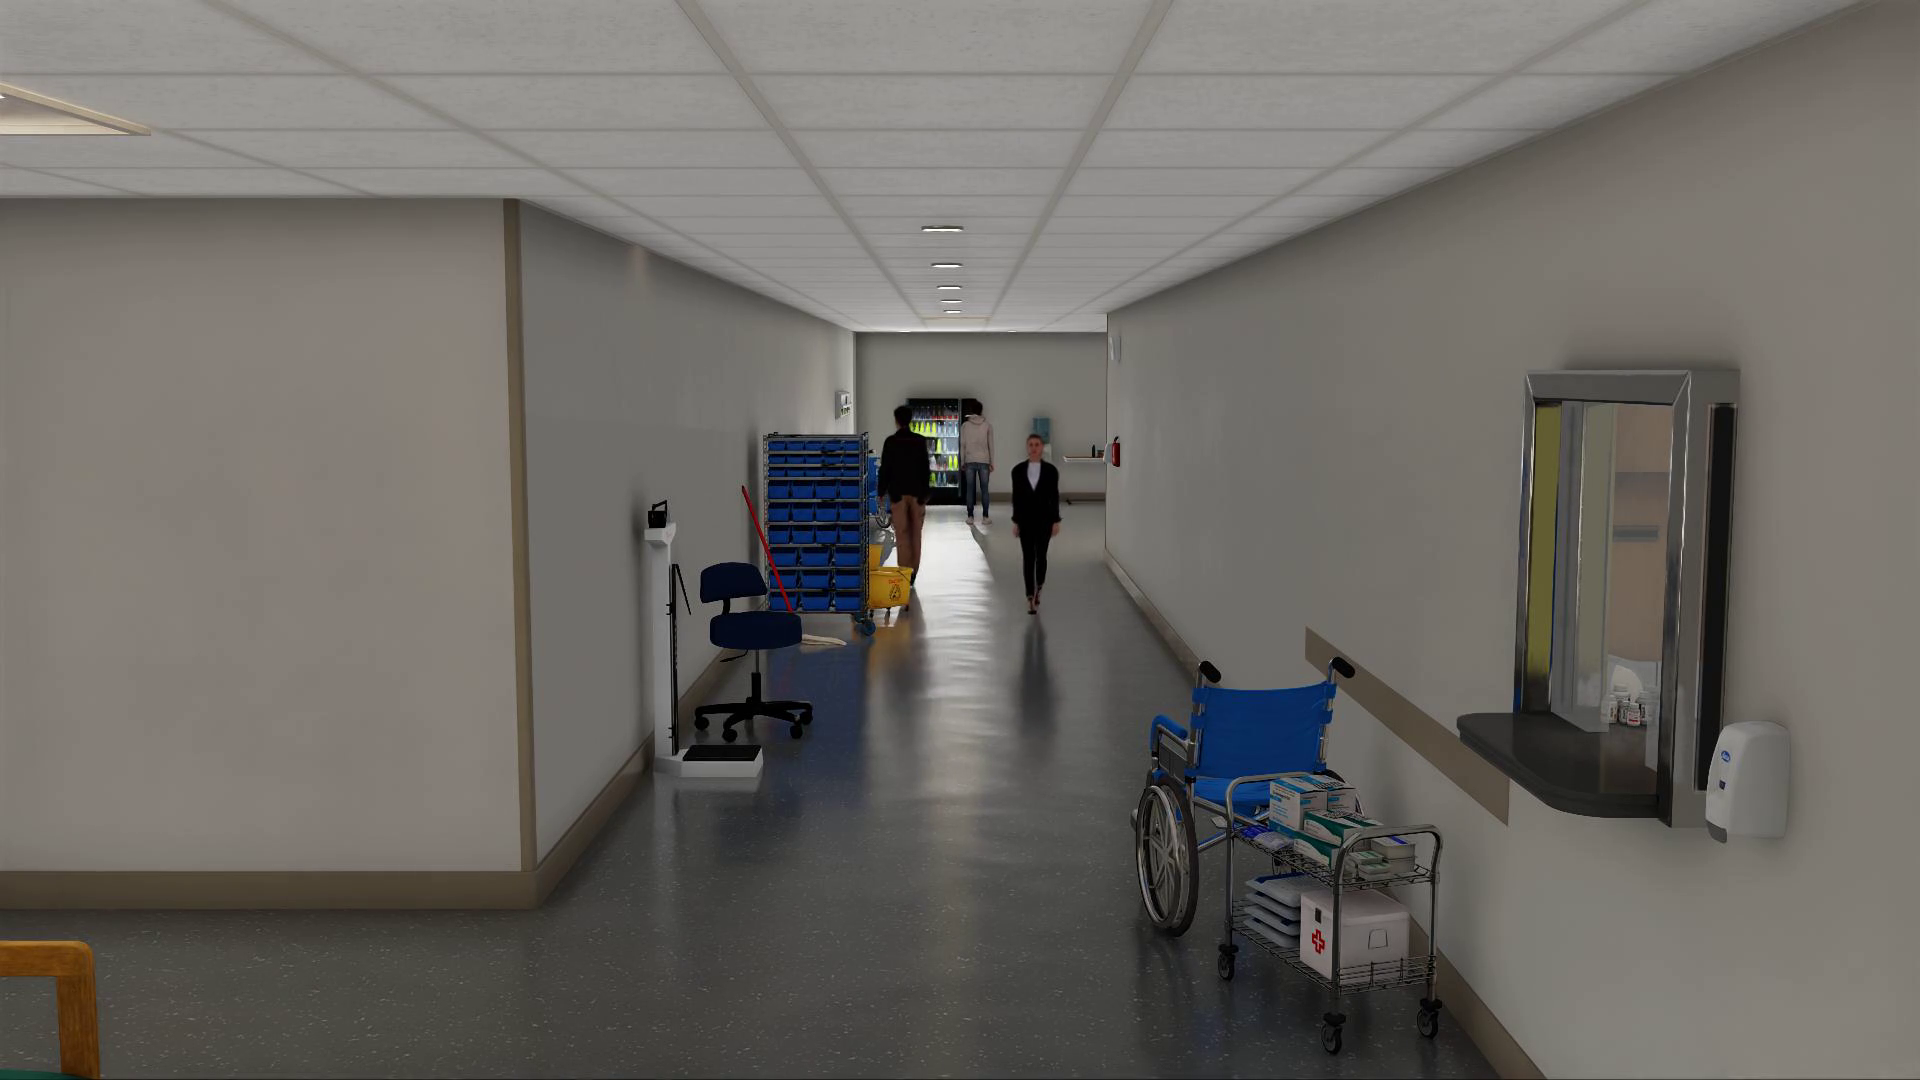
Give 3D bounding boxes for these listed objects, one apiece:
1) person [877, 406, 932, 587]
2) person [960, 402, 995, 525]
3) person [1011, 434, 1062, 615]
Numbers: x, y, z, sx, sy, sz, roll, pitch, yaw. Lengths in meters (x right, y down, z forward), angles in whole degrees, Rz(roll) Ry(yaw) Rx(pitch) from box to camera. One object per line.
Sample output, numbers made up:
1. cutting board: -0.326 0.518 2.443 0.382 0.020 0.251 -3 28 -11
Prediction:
1. person: -0.557 -0.464 17.782 0.929 1.913 0.950 -2 6 -20
2. person: 0.254 -1.170 25.134 0.509 1.846 0.731 0 6 3
3. person: 0.724 -0.133 15.730 0.999 1.665 0.721 0 6 4
